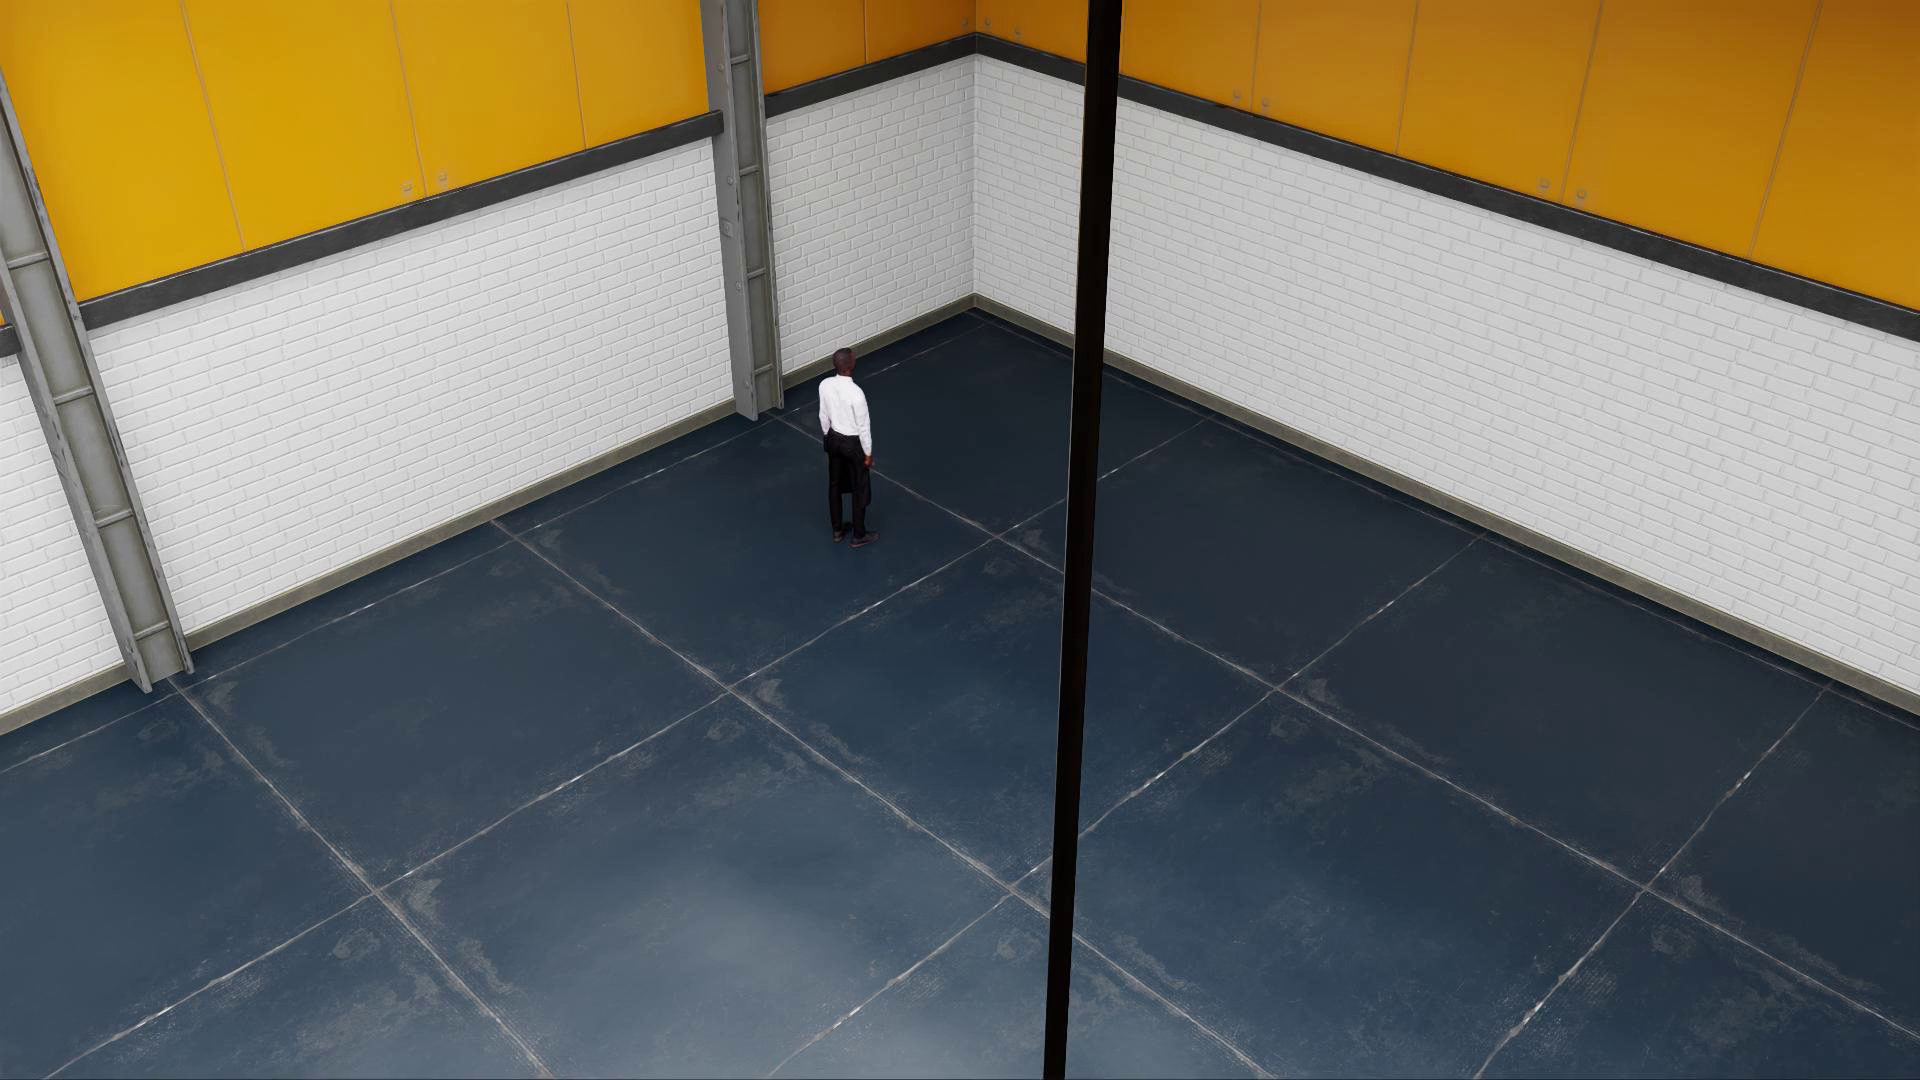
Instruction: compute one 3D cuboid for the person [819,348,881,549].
[{"bbox_3d":[-0.960,-0.785,14.079,0.677,1.836,0.592,21,39,28],"label":"person"}]
